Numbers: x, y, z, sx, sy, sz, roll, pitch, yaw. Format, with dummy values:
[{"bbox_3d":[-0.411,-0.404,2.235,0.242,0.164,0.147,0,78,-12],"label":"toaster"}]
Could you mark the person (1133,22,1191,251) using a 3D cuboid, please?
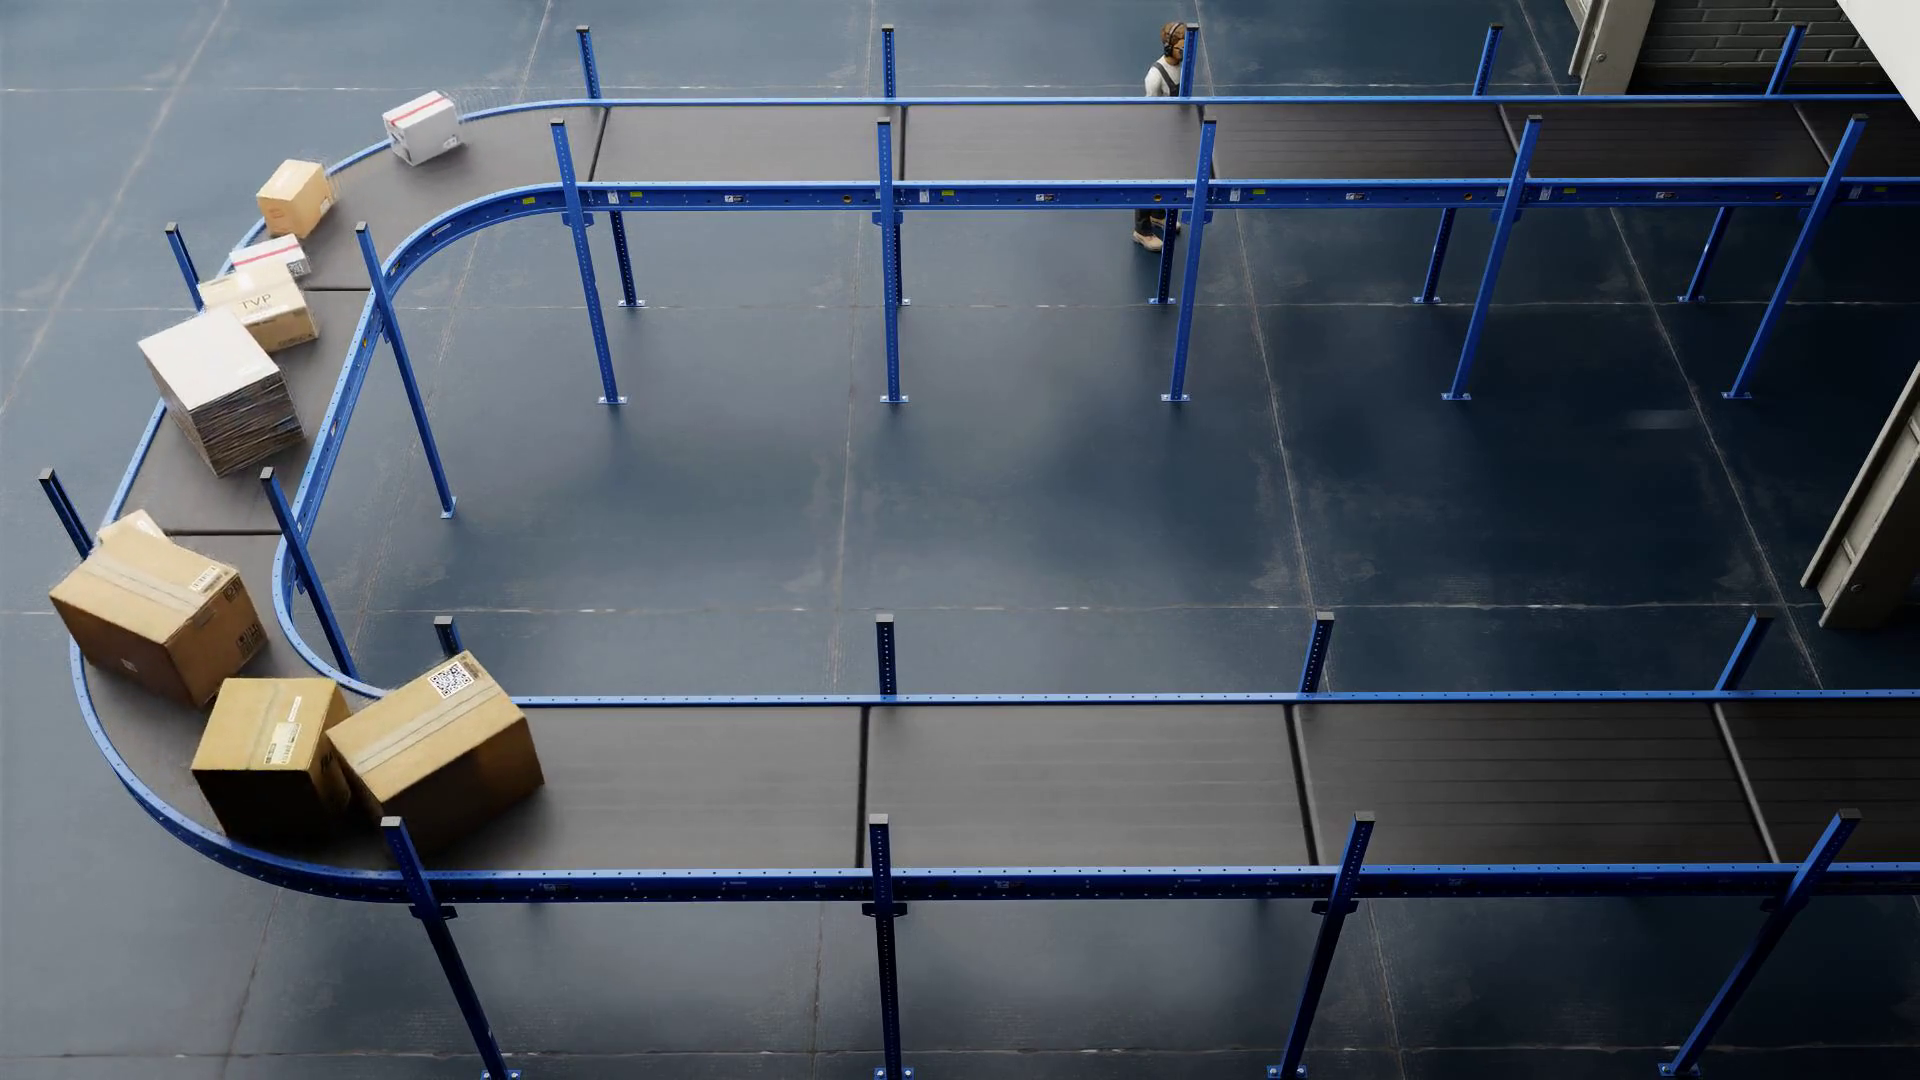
[{"bbox_3d":[1.541,-3.033,12.848,0.341,1.845,0.524,25,52,21],"label":"person"}]
